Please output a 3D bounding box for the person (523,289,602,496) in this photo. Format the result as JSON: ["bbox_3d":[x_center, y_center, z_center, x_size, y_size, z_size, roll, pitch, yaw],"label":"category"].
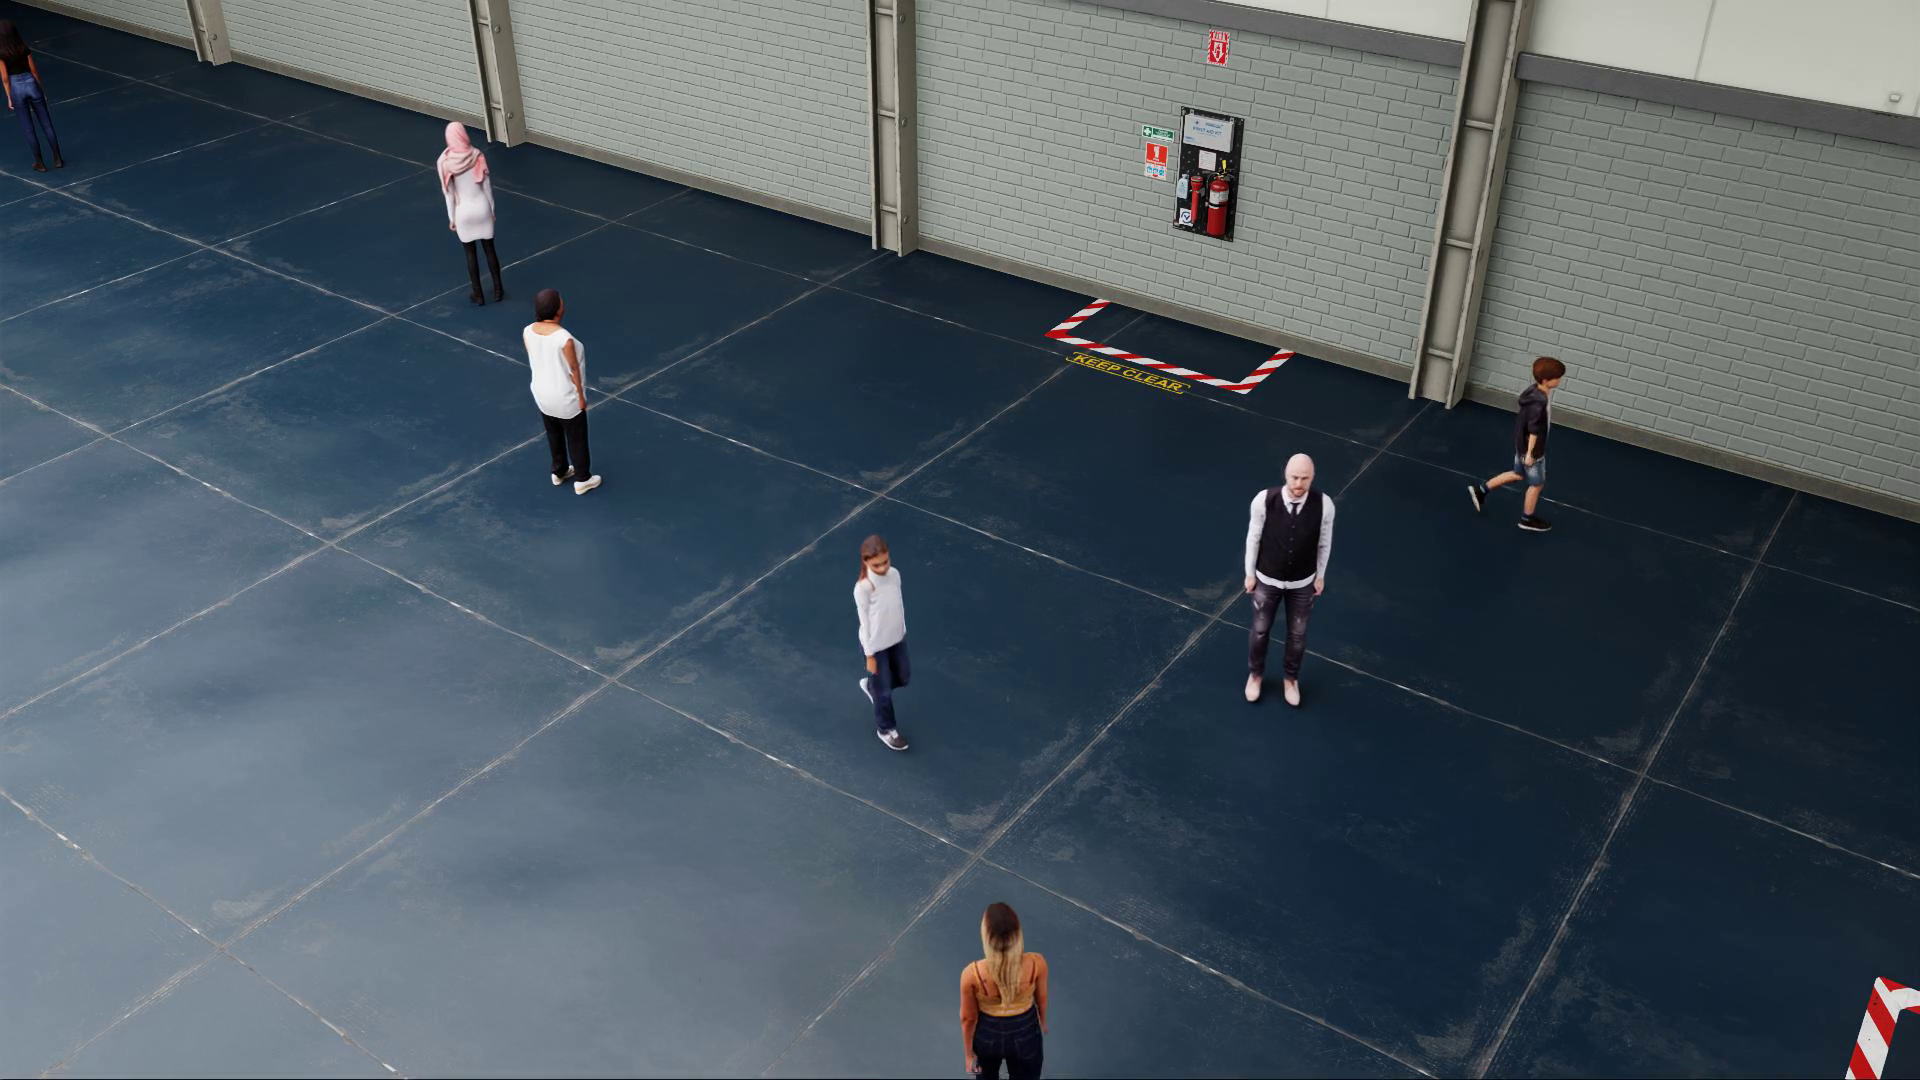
[{"bbox_3d":[-3.124,-1.171,13.033,0.533,1.687,0.700,20,37,28],"label":"person"}]

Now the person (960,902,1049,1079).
[{"bbox_3d":[0.233,2.342,7.547,1.091,1.598,1.095,-3,32,-4],"label":"person"}]

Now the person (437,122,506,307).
[{"bbox_3d":[-4.703,-3.146,16.054,0.729,1.803,0.749,-14,35,-21],"label":"person"}]

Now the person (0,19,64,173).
[{"bbox_3d":[-10.846,-5.163,19.312,0.605,1.738,0.580,-28,42,-37],"label":"person"}]

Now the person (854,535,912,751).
[{"bbox_3d":[-0.541,0.602,10.360,0.612,1.539,0.792,-28,41,-36],"label":"person"}]

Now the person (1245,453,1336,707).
[{"bbox_3d":[2.088,0.237,10.673,0.720,1.822,0.842,3,32,6],"label":"person"}]

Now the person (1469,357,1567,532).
[{"bbox_3d":[4.253,-0.727,12.571,0.944,1.428,0.732,8,33,12],"label":"person"}]
